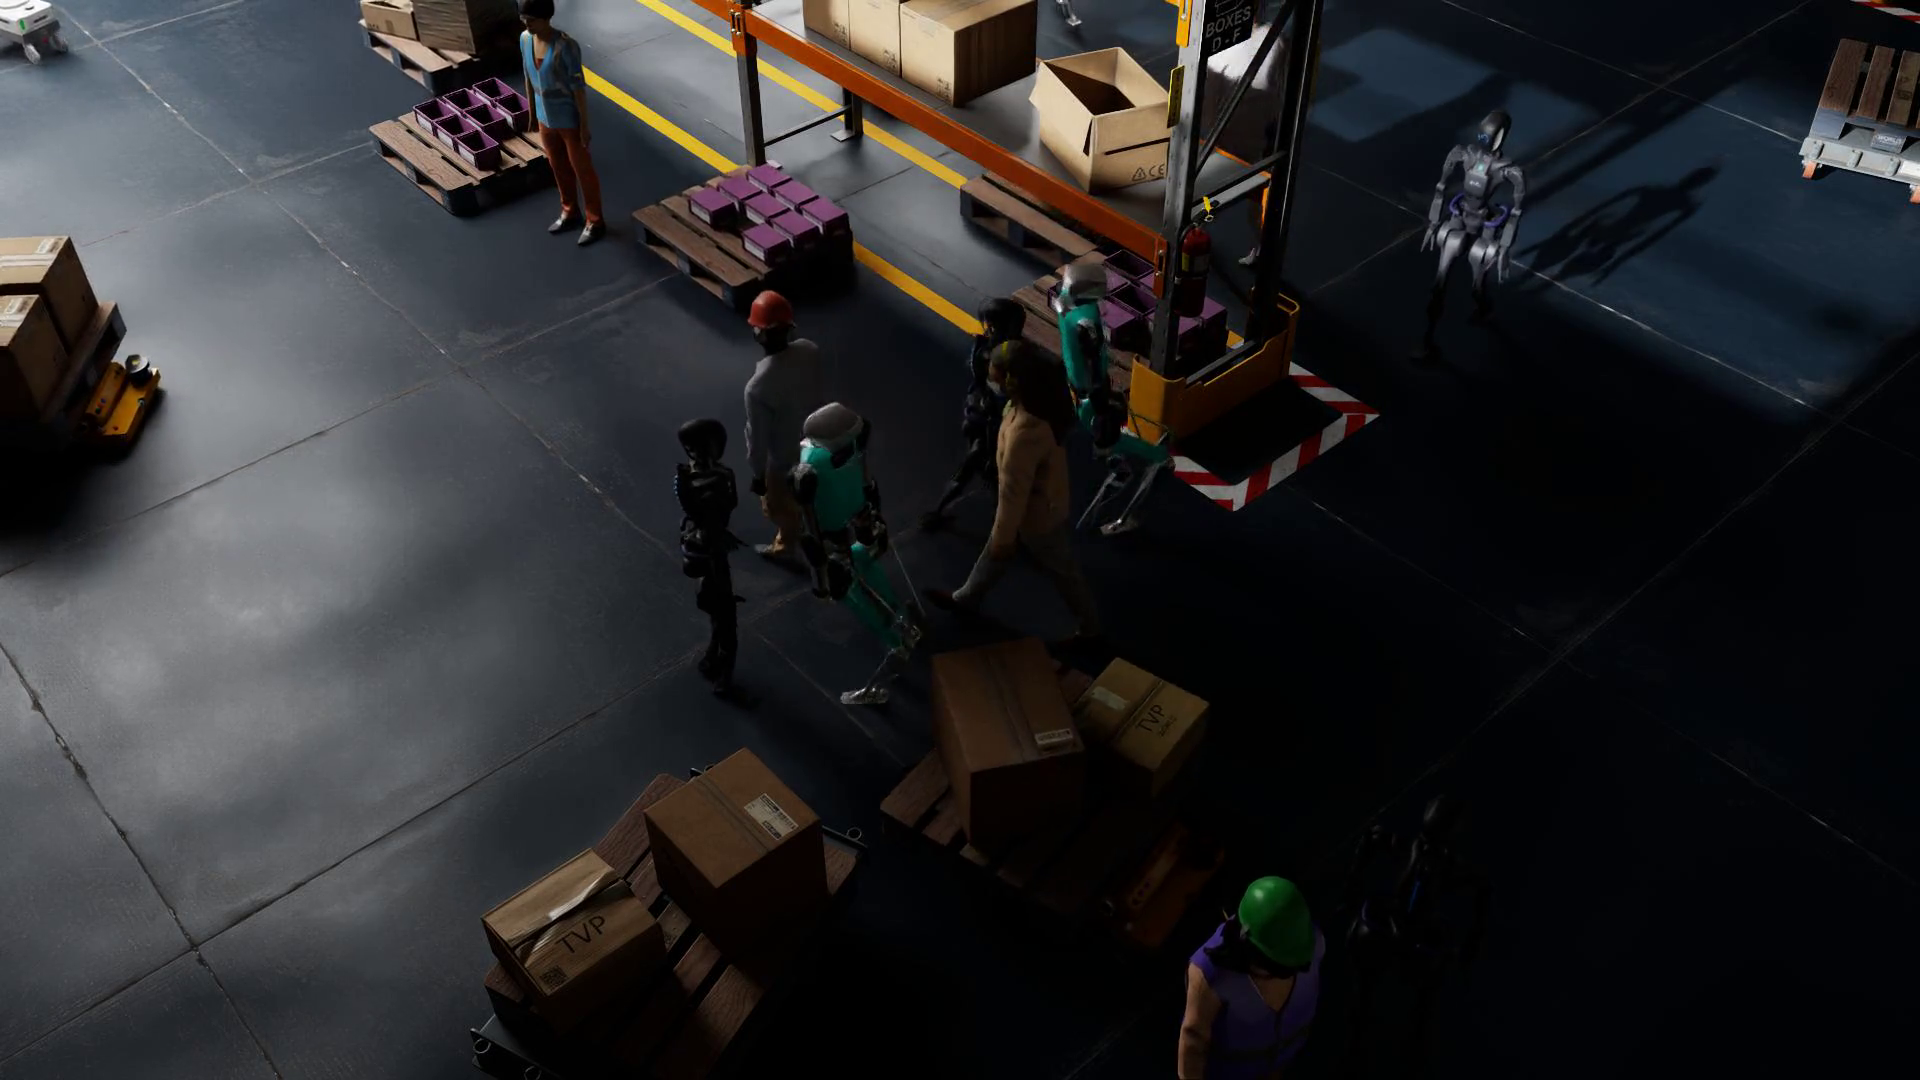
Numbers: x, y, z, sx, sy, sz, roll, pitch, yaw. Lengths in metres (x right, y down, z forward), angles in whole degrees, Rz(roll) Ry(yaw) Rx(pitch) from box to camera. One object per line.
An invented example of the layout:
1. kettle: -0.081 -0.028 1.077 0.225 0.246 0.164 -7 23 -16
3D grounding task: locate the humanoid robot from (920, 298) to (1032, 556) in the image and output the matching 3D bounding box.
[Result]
1. humanoid robot: 0.152 -0.603 8.760 0.801 1.646 0.593 4 43 4

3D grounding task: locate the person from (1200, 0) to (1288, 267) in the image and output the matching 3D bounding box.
1. person: 1.834 -2.707 10.871 0.686 1.854 0.911 -18 46 -19

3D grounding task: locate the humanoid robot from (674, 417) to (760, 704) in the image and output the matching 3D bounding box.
1. humanoid robot: -1.165 0.103 7.942 0.338 1.639 0.585 -7 43 -8

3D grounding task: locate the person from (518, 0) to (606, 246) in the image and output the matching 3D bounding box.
1. person: -2.664 -2.805 11.047 0.495 1.759 0.335 21 47 21

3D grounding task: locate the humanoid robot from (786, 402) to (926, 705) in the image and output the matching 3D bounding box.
1. humanoid robot: -0.395 0.157 7.833 0.688 1.776 0.553 23 47 23

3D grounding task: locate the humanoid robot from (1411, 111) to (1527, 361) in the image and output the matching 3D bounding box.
1. humanoid robot: 3.148 -1.887 10.159 0.585 1.649 0.784 27 49 27

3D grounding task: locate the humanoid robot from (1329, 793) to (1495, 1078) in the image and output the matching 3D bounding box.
1. humanoid robot: 1.719 1.503 6.418 0.587 1.657 0.393 20 46 21

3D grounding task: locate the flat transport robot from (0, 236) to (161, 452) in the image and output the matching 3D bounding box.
1. flat transport robot: -5.639 -0.812 9.978 1.431 0.231 0.659 -3 43 -3

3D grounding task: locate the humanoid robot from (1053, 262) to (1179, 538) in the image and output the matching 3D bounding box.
1. humanoid robot: 0.869 -0.681 8.773 0.800 1.807 0.565 -8 43 -8

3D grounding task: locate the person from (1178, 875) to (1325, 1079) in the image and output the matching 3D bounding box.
1. person: 0.994 1.796 5.914 0.535 1.931 0.418 -18 45 -18

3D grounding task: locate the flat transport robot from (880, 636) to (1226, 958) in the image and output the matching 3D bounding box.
1. flat transport robot: 0.442 1.305 7.676 1.431 0.231 0.659 26 49 26

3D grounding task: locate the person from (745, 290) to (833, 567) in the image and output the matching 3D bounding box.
1. person: -0.839 -0.470 8.545 0.601 1.708 0.577 19 46 20

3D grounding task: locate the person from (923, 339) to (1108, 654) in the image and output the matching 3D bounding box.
1. person: 0.310 -0.191 8.164 1.012 1.821 0.637 4 43 5

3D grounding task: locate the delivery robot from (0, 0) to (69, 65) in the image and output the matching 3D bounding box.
1. delivery robot: -7.651 -4.220 13.465 0.774 0.583 0.499 22 47 22

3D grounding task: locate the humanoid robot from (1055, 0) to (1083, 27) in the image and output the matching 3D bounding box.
1. humanoid robot: 0.858 -5.074 13.516 0.546 1.713 0.978 -14 45 -15
